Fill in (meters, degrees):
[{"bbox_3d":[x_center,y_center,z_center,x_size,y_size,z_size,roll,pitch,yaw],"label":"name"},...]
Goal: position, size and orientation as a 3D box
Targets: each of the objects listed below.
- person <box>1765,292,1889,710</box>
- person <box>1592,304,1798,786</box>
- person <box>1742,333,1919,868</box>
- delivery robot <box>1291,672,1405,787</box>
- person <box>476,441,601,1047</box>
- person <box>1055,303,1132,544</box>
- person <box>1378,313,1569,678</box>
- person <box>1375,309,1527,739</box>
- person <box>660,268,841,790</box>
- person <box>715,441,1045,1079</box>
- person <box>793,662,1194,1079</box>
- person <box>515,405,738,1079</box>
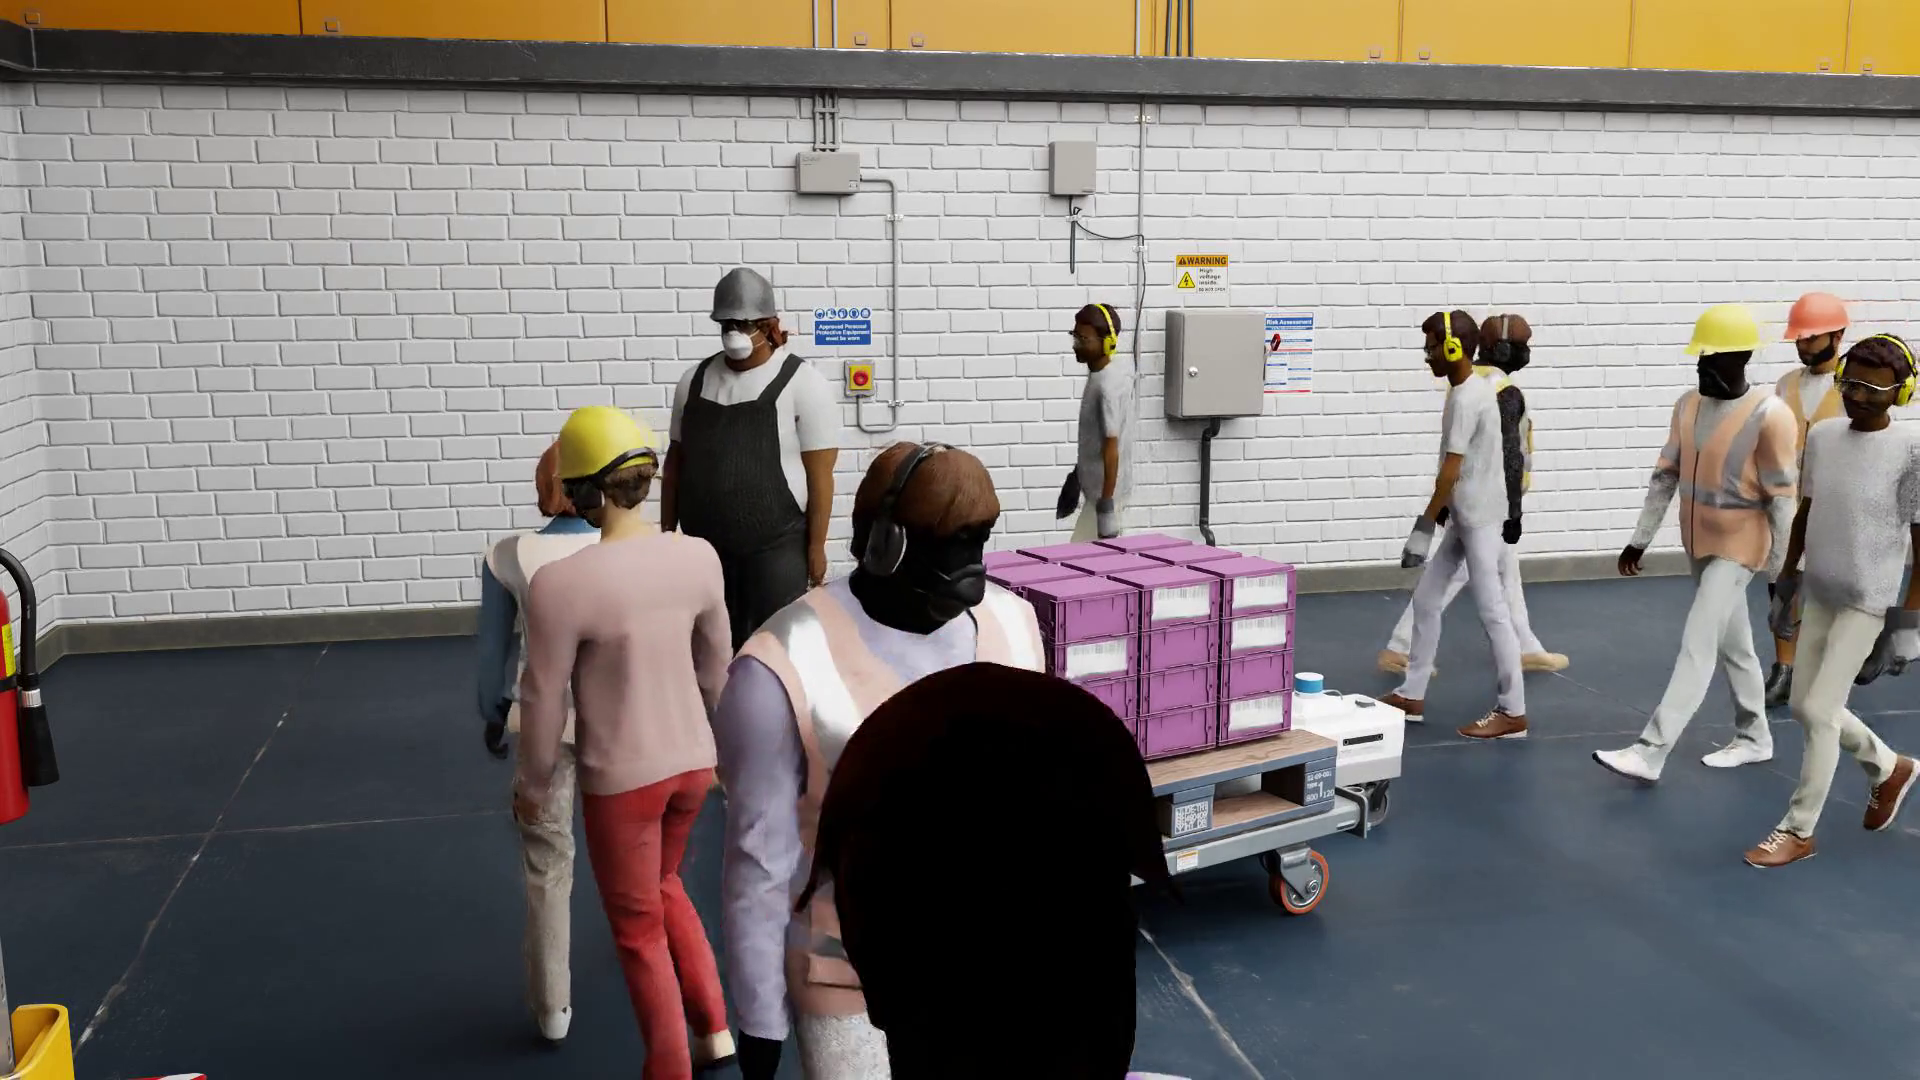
[{"bbox_3d":[3.956,-0.173,7.562,0.668,1.909,0.535,-5,11,-27],"label":"person"},{"bbox_3d":[2.901,0.029,6.527,0.973,1.878,0.613,-2,10,-11],"label":"person"},{"bbox_3d":[3.051,0.211,5.647,0.702,1.833,0.577,-3,11,-17],"label":"person"},{"bbox_3d":[1.265,0.727,6.061,0.707,0.478,0.477,-5,11,-25],"label":"delivery robot"},{"bbox_3d":[-1.060,0.507,4.648,0.551,1.592,0.848,-2,10,-8],"label":"person"},{"bbox_3d":[0.628,-0.197,7.889,0.580,1.834,0.618,1,10,6],"label":"person"},{"bbox_3d":[2.509,-0.201,8.072,0.984,1.791,0.634,0,10,0],"label":"person"},{"bbox_3d":[2.082,-0.055,7.126,0.837,1.816,0.556,3,11,15],"label":"person"},{"bbox_3d":[-0.838,-0.033,6.415,0.697,2.000,0.540,5,11,24],"label":"person"},{"bbox_3d":[-0.139,0.715,2.904,0.646,1.816,0.656,-7,12,-34],"label":"person"},{"bbox_3d":[-0.001,0.976,1.216,0.549,1.914,0.910,-6,12,-29],"label":"person"},{"bbox_3d":[-0.782,0.554,3.982,0.431,1.748,0.530,8,13,38],"label":"person"}]
